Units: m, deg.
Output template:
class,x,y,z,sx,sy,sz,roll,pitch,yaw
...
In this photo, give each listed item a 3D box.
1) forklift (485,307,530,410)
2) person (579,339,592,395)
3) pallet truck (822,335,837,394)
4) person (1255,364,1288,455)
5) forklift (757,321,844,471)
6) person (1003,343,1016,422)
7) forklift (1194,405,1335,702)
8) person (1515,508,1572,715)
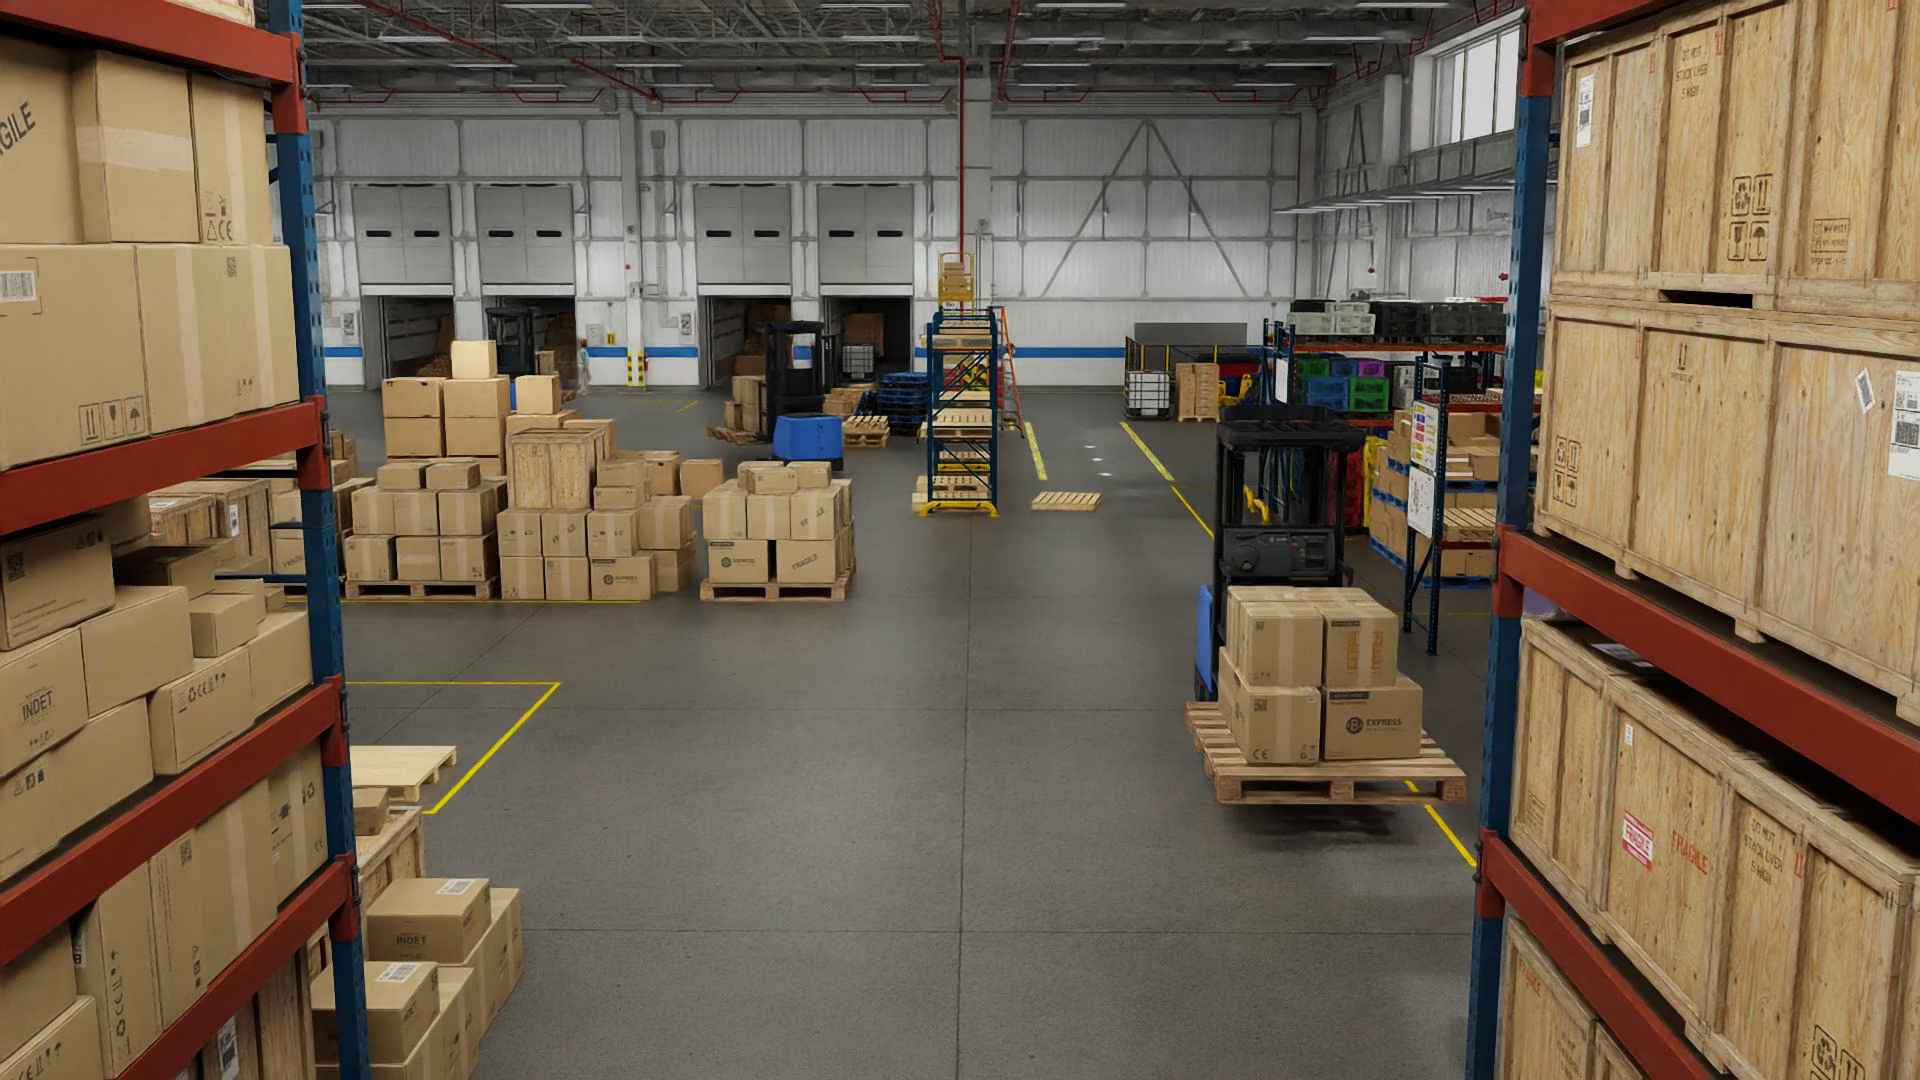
class,x,y,z,sx,sy,sz,roll,pitch,yaw
forklift,-10.754,-4.150,39.646,1.129,2.768,1.873,0,10,1
person,-10.830,-4.986,48.062,0.375,1.625,0.546,-1,10,-8
pallet truck,-3.021,-4.312,43.126,1.885,1.965,0.823,3,10,17
person,6.407,-2.675,33.974,0.726,1.894,0.598,2,10,12
forklift,-3.028,-2.730,31.452,1.129,2.768,1.873,-5,11,-26
person,1.199,-3.848,40.618,0.358,1.937,0.636,0,10,0
forklift,2.695,0.224,14.409,1.129,2.768,1.873,0,10,1
person,5.055,0.659,14.668,0.649,1.920,0.444,2,10,10
